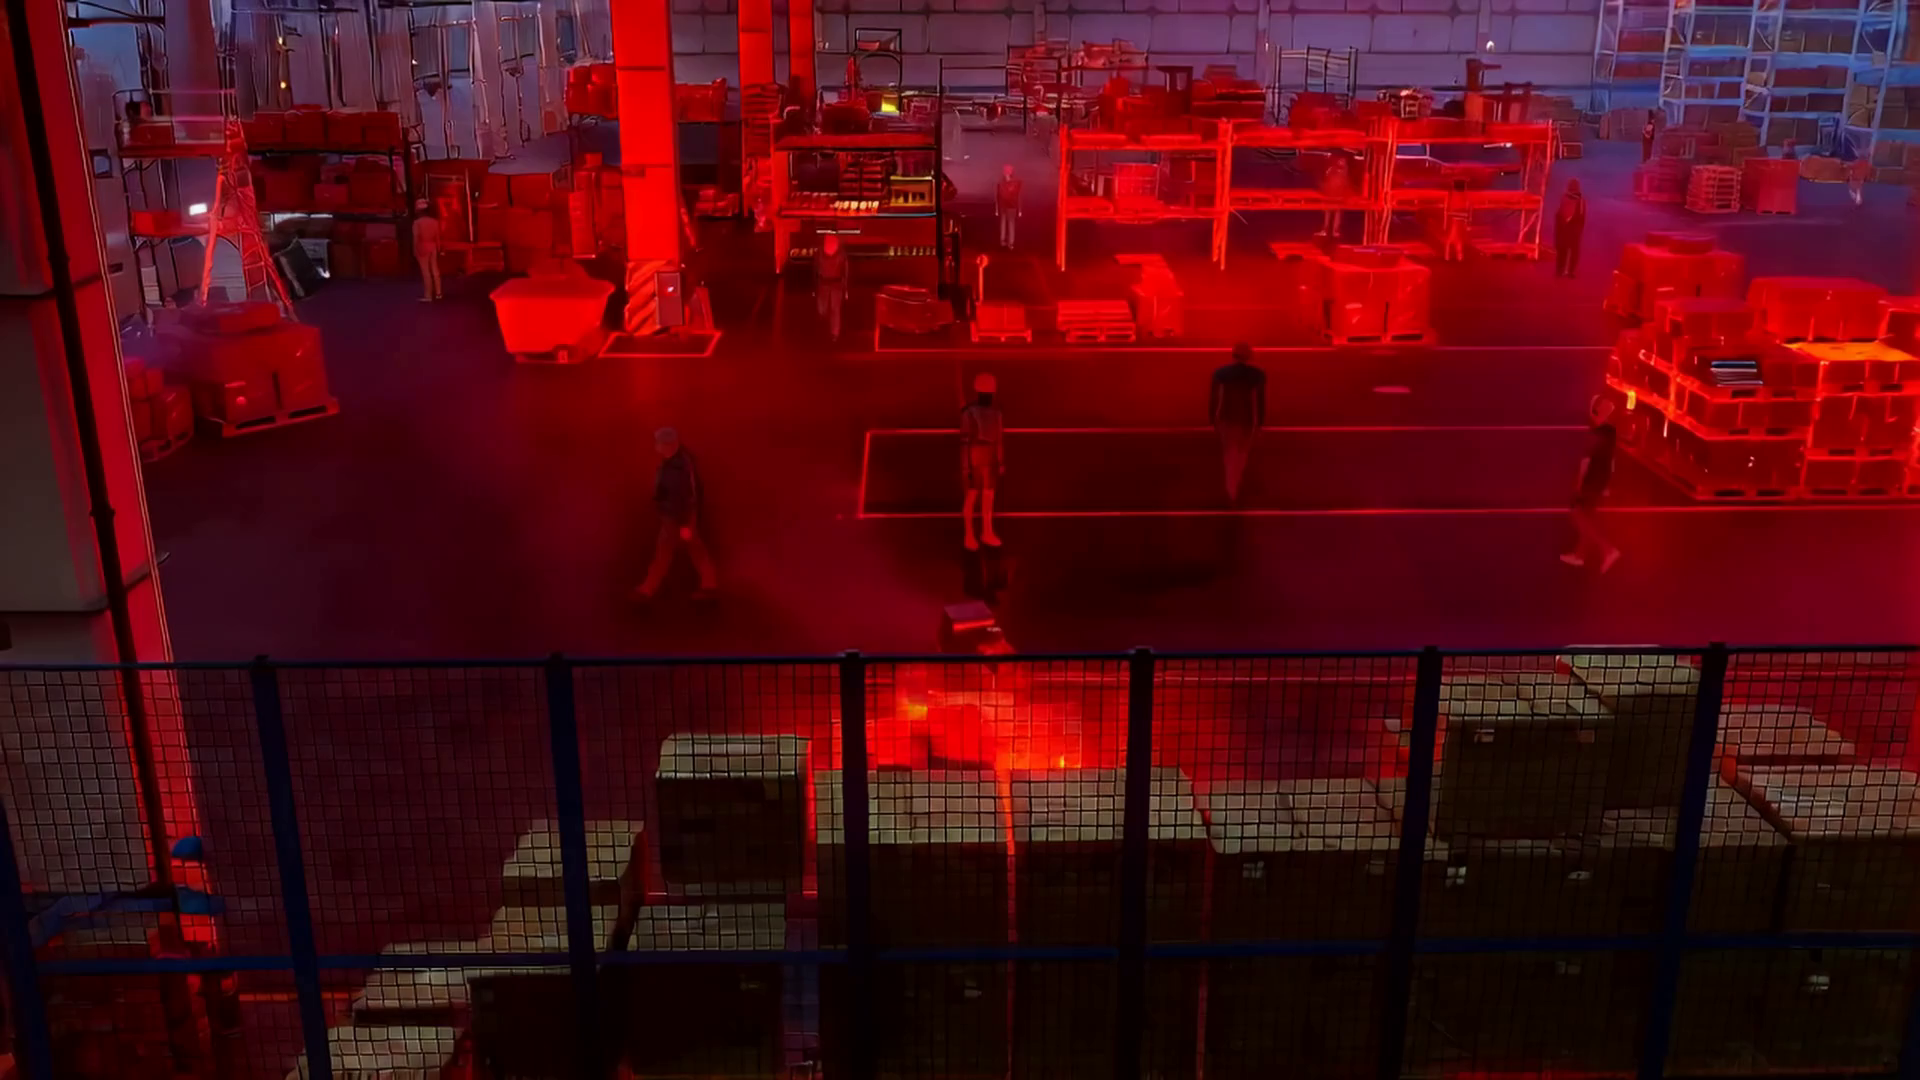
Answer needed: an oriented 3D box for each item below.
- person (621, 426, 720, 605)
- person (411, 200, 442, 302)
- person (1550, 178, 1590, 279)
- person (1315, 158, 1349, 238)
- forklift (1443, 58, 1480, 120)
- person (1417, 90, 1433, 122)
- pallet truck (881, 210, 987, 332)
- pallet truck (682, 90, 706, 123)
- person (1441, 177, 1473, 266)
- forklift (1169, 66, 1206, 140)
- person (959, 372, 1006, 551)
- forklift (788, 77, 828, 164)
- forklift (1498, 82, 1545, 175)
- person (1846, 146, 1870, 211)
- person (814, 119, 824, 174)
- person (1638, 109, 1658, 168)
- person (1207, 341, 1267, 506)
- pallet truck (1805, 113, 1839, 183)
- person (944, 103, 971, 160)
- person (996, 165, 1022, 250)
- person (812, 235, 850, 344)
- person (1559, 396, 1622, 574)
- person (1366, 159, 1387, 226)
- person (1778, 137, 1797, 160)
[{"bbox_3d":[-2.841,-0.242,16.268,0.980,1.786,0.661,-2,19,-6],"label":"person"},{"bbox_3d":[-10.172,-5.500,31.660,0.384,1.923,0.590,12,22,31],"label":"person"},{"bbox_3d":[12.474,-6.391,34.124,0.684,2.000,0.538,-6,20,-17],"label":"person"},{"bbox_3d":[8.841,-8.111,39.473,0.776,1.901,0.373,-5,19,-15],"label":"person"},{"bbox_3d":[21.021,-18.416,68.505,1.873,2.768,1.129,10,21,28],"label":"forklift"},{"bbox_3d":[17.659,-15.999,62.849,0.548,1.903,0.893,-12,22,-31],"label":"person"},{"bbox_3d":[-0.493,-4.759,29.349,1.885,1.965,0.823,-13,23,-34],"label":"pallet truck"},{"bbox_3d":[-9.671,-15.907,62.421,0.823,1.965,1.885,5,19,15],"label":"pallet truck"},{"bbox_3d":[10.638,-6.811,35.611,0.583,1.882,0.337,10,21,26],"label":"person"},{"bbox_3d":[8.249,-16.284,62.179,1.129,2.768,1.873,-12,22,-32],"label":"forklift"},{"bbox_3d":[0.256,-0.854,17.854,0.542,1.939,0.368,-10,21,-28],"label":"person"},{"bbox_3d":[-5.414,-13.916,55.155,1.873,2.768,1.129,-6,19,-16],"label":"forklift"},{"bbox_3d":[17.395,-12.933,52.237,1.129,2.768,1.873,-10,21,-26],"label":"forklift"},{"bbox_3d":[23.812,-9.561,44.066,0.542,1.687,0.392,-6,19,-17],"label":"person"},{"bbox_3d":[-4.482,-12.413,52.518,0.315,1.696,0.541,-3,19,-8],"label":"person"},{"bbox_3d":[22.406,-13.022,54.000,0.391,1.912,0.589,-3,19,-7],"label":"person"},{"bbox_3d":[3.250,-1.409,19.579,0.648,1.883,1.018,1,19,3],"label":"person"},{"bbox_3d":[26.403,-11.957,50.702,0.823,1.965,1.885,6,19,16],"label":"pallet truck"},{"bbox_3d":[-0.124,-13.900,56.640,1.007,1.882,0.653,-10,21,-27],"label":"person"},{"bbox_3d":[1.113,-7.556,37.789,0.594,1.913,0.436,0,19,1],"label":"person"},{"bbox_3d":[-2.174,-4.224,28.021,0.650,1.826,0.434,1,19,4],"label":"person"},{"bbox_3d":[6.562,-0.553,17.091,0.526,1.856,0.673,-13,22,-33],"label":"person"},{"bbox_3d":[10.428,-8.706,41.609,0.511,1.641,0.307,17,25,41],"label":"person"},{"bbox_3d":[23.583,-10.683,47.482,0.315,1.636,0.514,-13,23,-34],"label":"person"}]
